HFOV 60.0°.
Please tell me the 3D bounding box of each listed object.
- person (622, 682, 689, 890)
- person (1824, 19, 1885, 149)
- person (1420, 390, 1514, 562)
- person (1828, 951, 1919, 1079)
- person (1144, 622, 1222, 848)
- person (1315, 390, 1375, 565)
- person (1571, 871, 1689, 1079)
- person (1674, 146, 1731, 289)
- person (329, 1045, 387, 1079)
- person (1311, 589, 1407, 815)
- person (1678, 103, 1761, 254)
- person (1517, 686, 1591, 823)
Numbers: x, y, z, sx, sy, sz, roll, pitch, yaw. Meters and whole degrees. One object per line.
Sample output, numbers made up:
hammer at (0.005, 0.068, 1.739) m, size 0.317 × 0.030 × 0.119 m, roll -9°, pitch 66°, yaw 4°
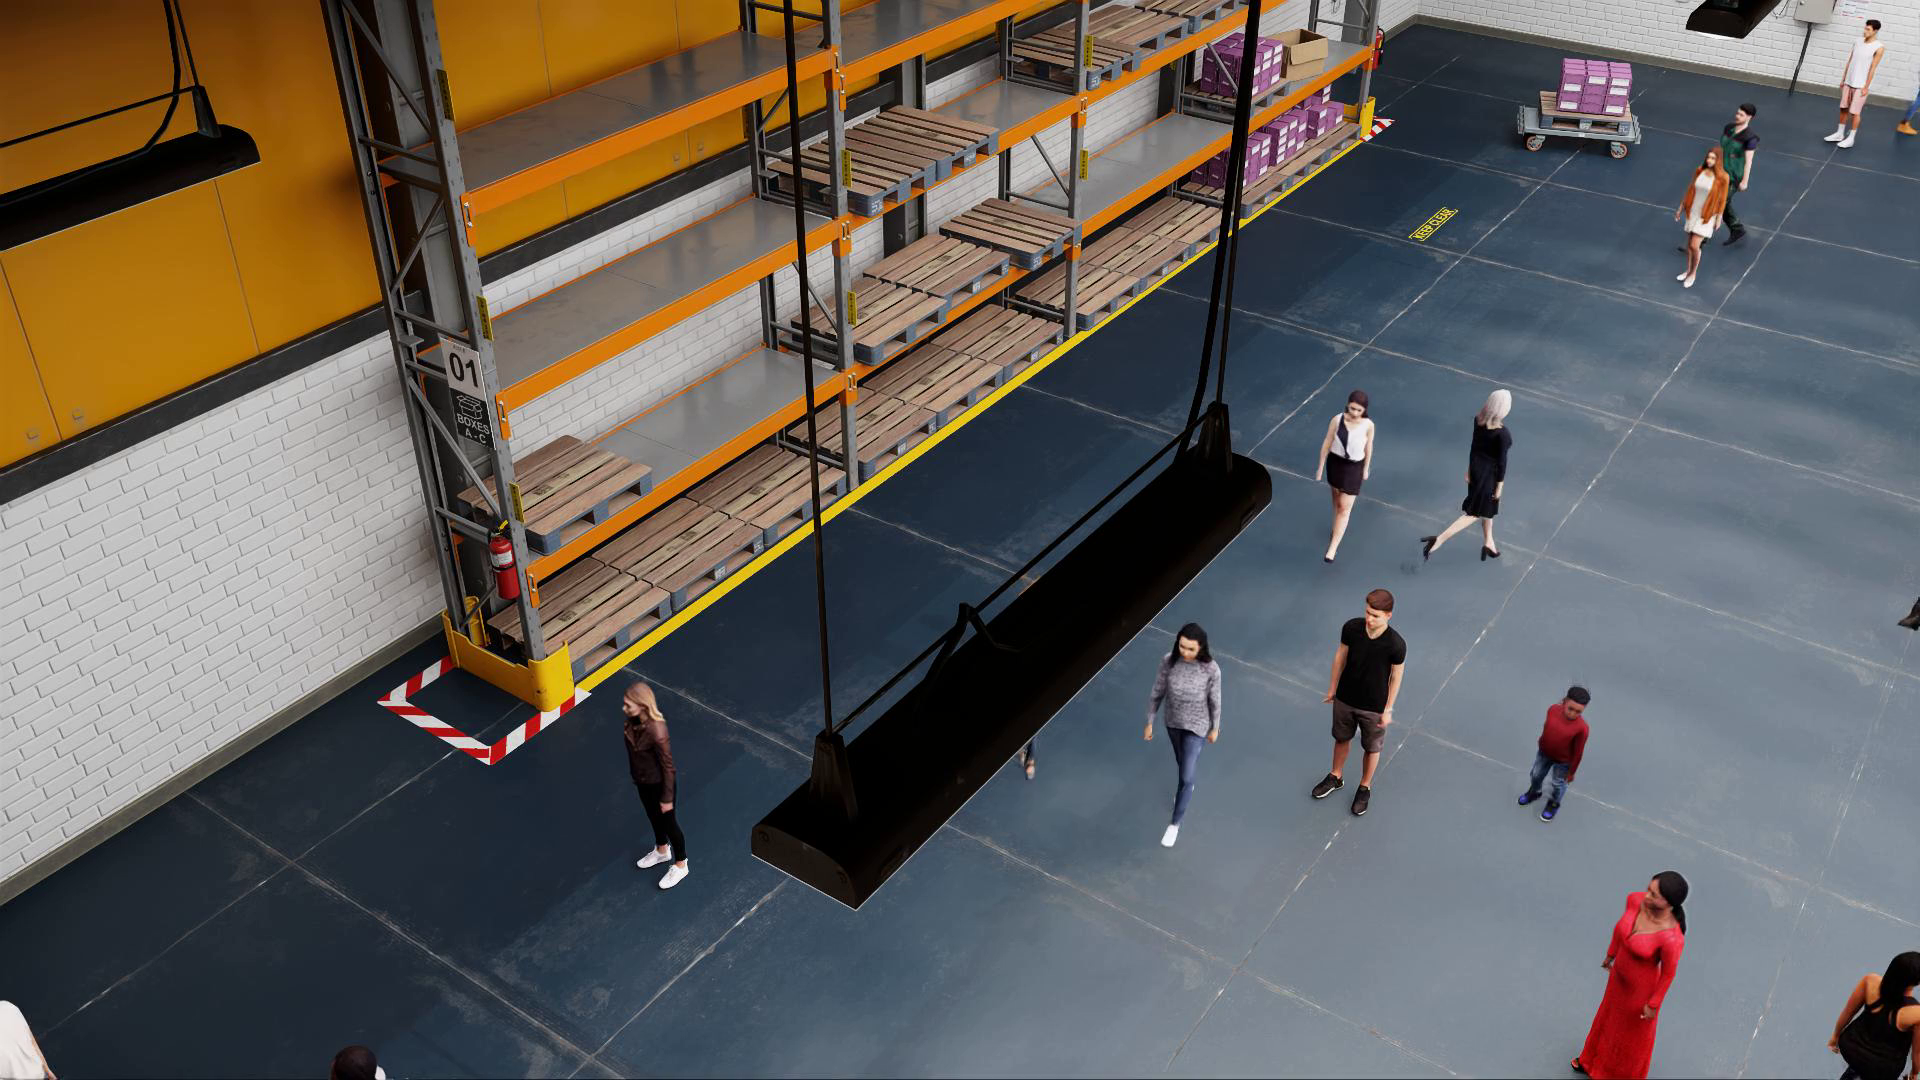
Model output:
person at (-2.078, 1.647, 11.347) m, size 0.596 × 1.703 × 0.655 m, roll -25°, pitch 41°, yaw -33°
person at (12.692, -6.456, 23.468) m, size 0.766 × 1.781 × 0.732 m, roll -10°, pitch 35°, yaw -15°
person at (4.516, -0.499, 14.565) m, size 1.155 × 1.716 × 0.982 m, roll -11°, pitch 35°, yaw -16°
person at (5.116, 2.952, 9.431) m, size 0.777 × 1.650 × 0.722 m, roll -17°, pitch 37°, yaw -24°
person at (1.657, 1.262, 11.931) m, size 0.724 × 1.698 × 1.050 m, roll 16°, pitch 37°, yaw 23°
person at (3.462, -0.647, 14.891) m, size 0.768 × 1.601 × 1.147 m, roll 13°, pitch 36°, yaw 19°
person at (3.992, 2.626, 9.802) m, size 0.784 × 1.784 × 0.740 m, roll -10°, pitch 35°, yaw -14°
person at (8.804, -3.859, 19.633) m, size 0.760 × 1.701 × 0.736 m, roll -18°, pitch 38°, yaw -25°
person at (-2.979, 3.296, 8.842) m, size 0.919 × 1.730 × 0.866 m, roll -5°, pitch 34°, yaw -7°
person at (2.917, 1.128, 11.986) m, size 0.660 × 1.862 × 0.567 m, roll 22°, pitch 40°, yaw 30°
person at (9.445, -4.413, 20.318) m, size 1.289 × 1.865 × 1.179 m, roll -8°, pitch 34°, yaw -12°
person at (4.328, 1.505, 11.989) m, size 0.613 × 1.230 × 0.608 m, roll -15°, pitch 36°, yaw -21°
